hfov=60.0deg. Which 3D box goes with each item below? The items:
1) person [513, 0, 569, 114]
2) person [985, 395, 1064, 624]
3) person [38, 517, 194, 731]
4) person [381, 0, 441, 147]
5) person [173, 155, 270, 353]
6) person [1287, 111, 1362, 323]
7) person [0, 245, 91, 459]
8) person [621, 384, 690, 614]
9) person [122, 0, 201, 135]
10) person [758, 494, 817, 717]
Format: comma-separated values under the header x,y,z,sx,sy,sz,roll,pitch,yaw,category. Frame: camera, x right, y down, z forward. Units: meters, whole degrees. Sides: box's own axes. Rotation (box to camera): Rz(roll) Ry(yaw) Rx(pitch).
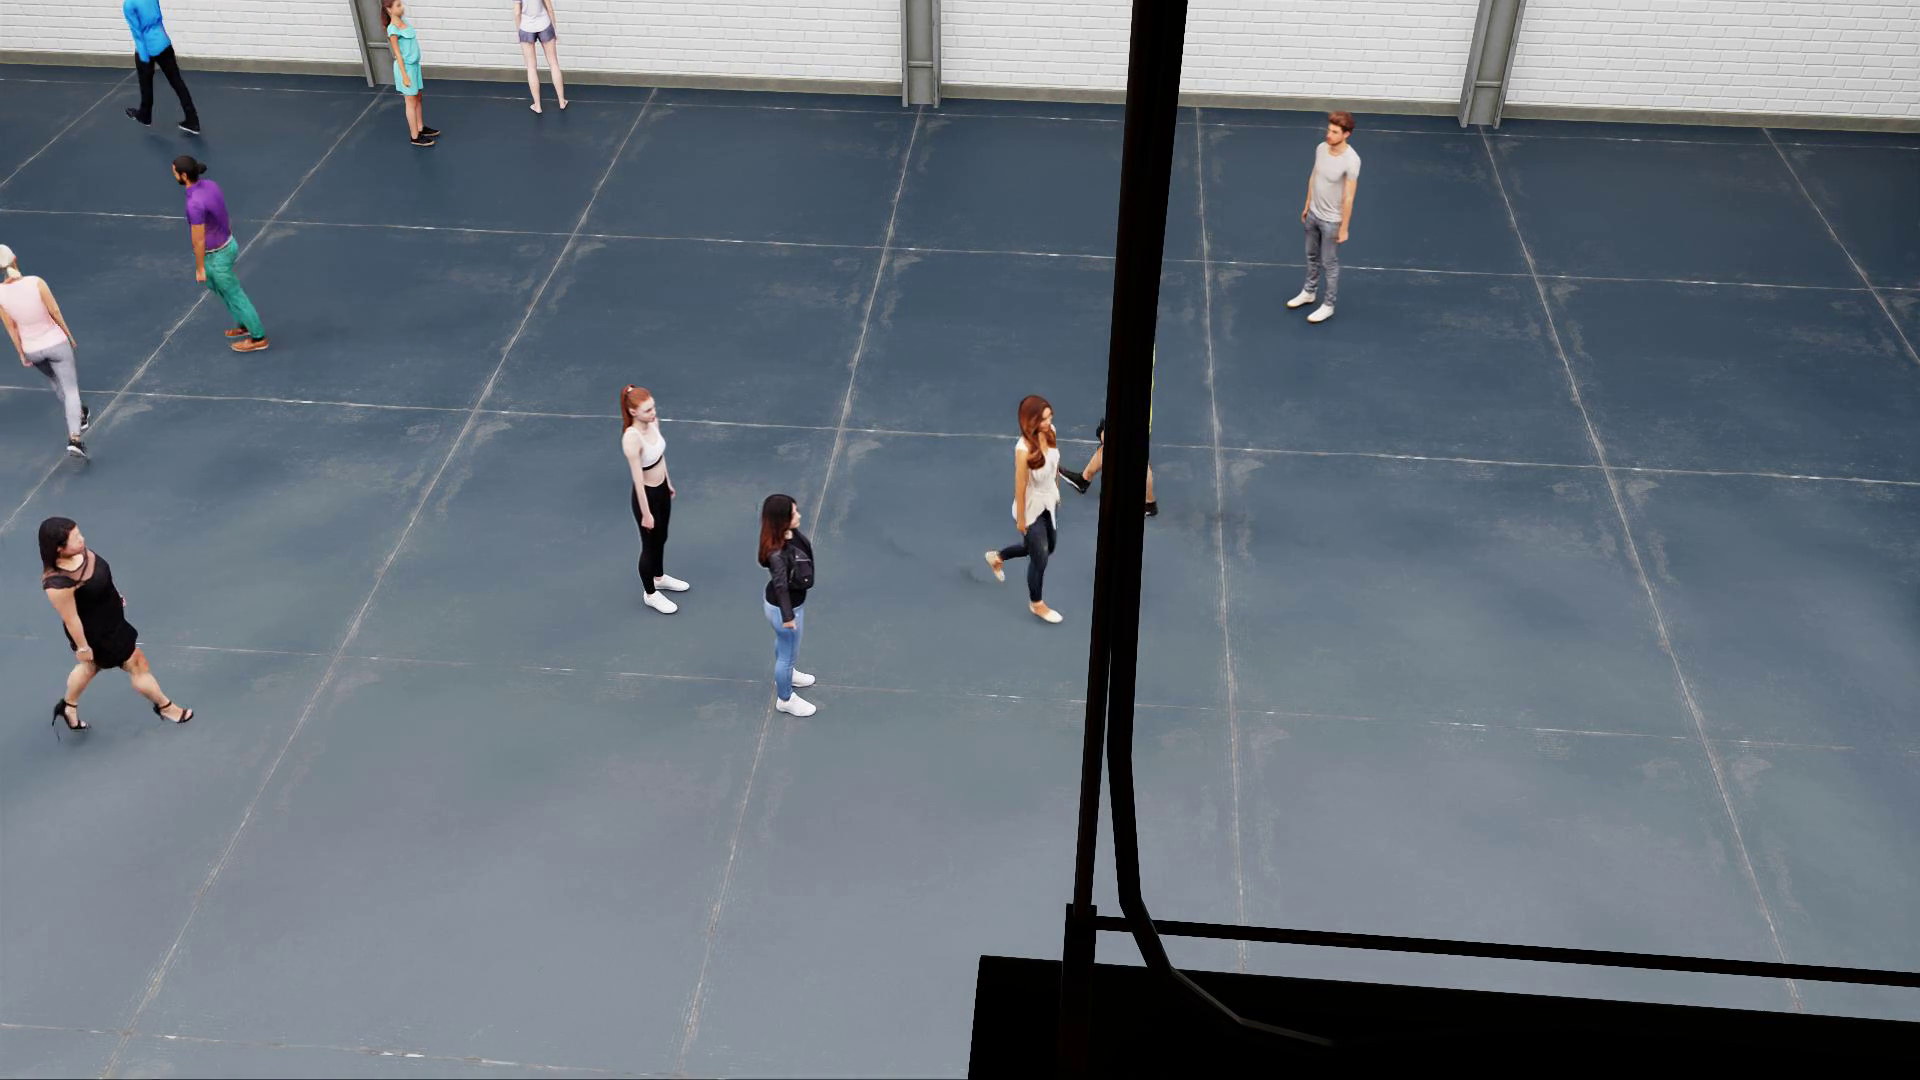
x,y,z,sx,sy,sz,roll,pitch,yaw,category
-4.486,-5.396,17.560,0.618,1.766,0.723,-14,41,-16,person
0.437,-0.241,11.102,0.985,1.770,0.832,21,43,25,person
-5.377,0.560,10.171,1.152,1.681,0.943,-13,40,-15,person
-5.655,-4.830,17.018,0.545,1.558,0.544,2,39,2,person
-6.036,-2.370,13.780,0.723,1.755,0.710,-8,39,-10,person
3.143,-2.777,14.180,0.755,1.891,0.738,-20,43,-23,person
-6.942,-1.409,12.628,1.102,1.691,0.910,-10,40,-12,person
-2.081,-0.291,11.187,0.554,1.742,0.618,9,39,11,person
-8.179,-4.993,17.059,1.160,1.761,0.878,15,41,18,person
-1.085,0.379,10.435,0.597,1.634,0.673,-2,39,-2,person
